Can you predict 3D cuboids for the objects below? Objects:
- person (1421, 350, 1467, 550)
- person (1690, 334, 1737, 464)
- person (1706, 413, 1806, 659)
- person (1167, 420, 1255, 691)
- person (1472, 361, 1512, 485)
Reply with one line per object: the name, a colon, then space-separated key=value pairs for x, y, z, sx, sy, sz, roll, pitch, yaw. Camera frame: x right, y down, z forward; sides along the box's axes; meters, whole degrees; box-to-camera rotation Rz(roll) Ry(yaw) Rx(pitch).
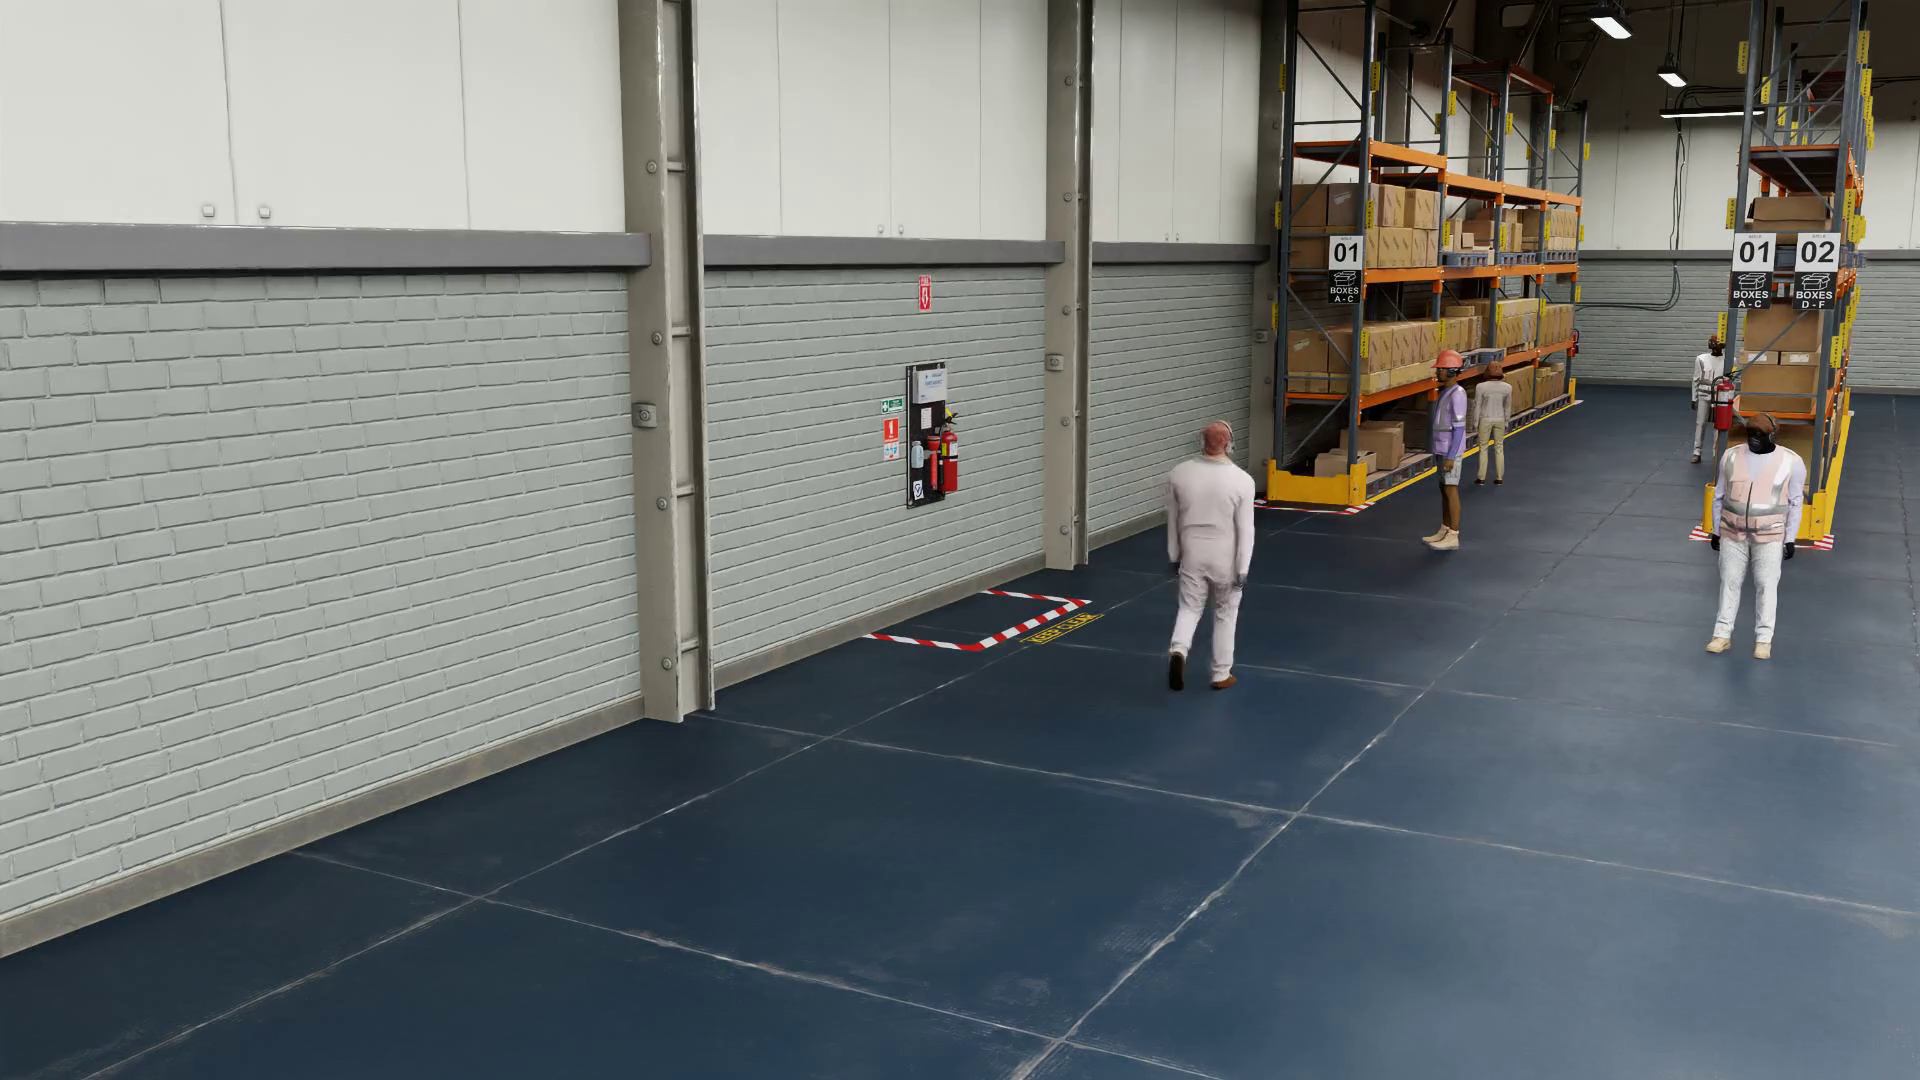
person: x=4.969 y=-0.918 z=17.005 sx=0.379 sy=2.045 sz=0.605 roll=1 pitch=10 yaw=5
person: x=10.858 y=-2.031 z=23.994 sx=0.572 sy=1.882 sz=0.356 roll=5 pitch=11 yaw=29
person: x=5.934 y=-0.035 z=12.447 sx=0.619 sy=1.839 sz=0.430 roll=8 pitch=12 yaw=38
person: x=1.685 y=0.129 z=11.316 sx=0.640 sy=1.893 sz=0.693 roll=5 pitch=11 yaw=27
person: x=6.969 y=-1.527 z=21.799 sx=0.494 sy=1.624 sz=0.280 roll=-1 pitch=10 yaw=-6
